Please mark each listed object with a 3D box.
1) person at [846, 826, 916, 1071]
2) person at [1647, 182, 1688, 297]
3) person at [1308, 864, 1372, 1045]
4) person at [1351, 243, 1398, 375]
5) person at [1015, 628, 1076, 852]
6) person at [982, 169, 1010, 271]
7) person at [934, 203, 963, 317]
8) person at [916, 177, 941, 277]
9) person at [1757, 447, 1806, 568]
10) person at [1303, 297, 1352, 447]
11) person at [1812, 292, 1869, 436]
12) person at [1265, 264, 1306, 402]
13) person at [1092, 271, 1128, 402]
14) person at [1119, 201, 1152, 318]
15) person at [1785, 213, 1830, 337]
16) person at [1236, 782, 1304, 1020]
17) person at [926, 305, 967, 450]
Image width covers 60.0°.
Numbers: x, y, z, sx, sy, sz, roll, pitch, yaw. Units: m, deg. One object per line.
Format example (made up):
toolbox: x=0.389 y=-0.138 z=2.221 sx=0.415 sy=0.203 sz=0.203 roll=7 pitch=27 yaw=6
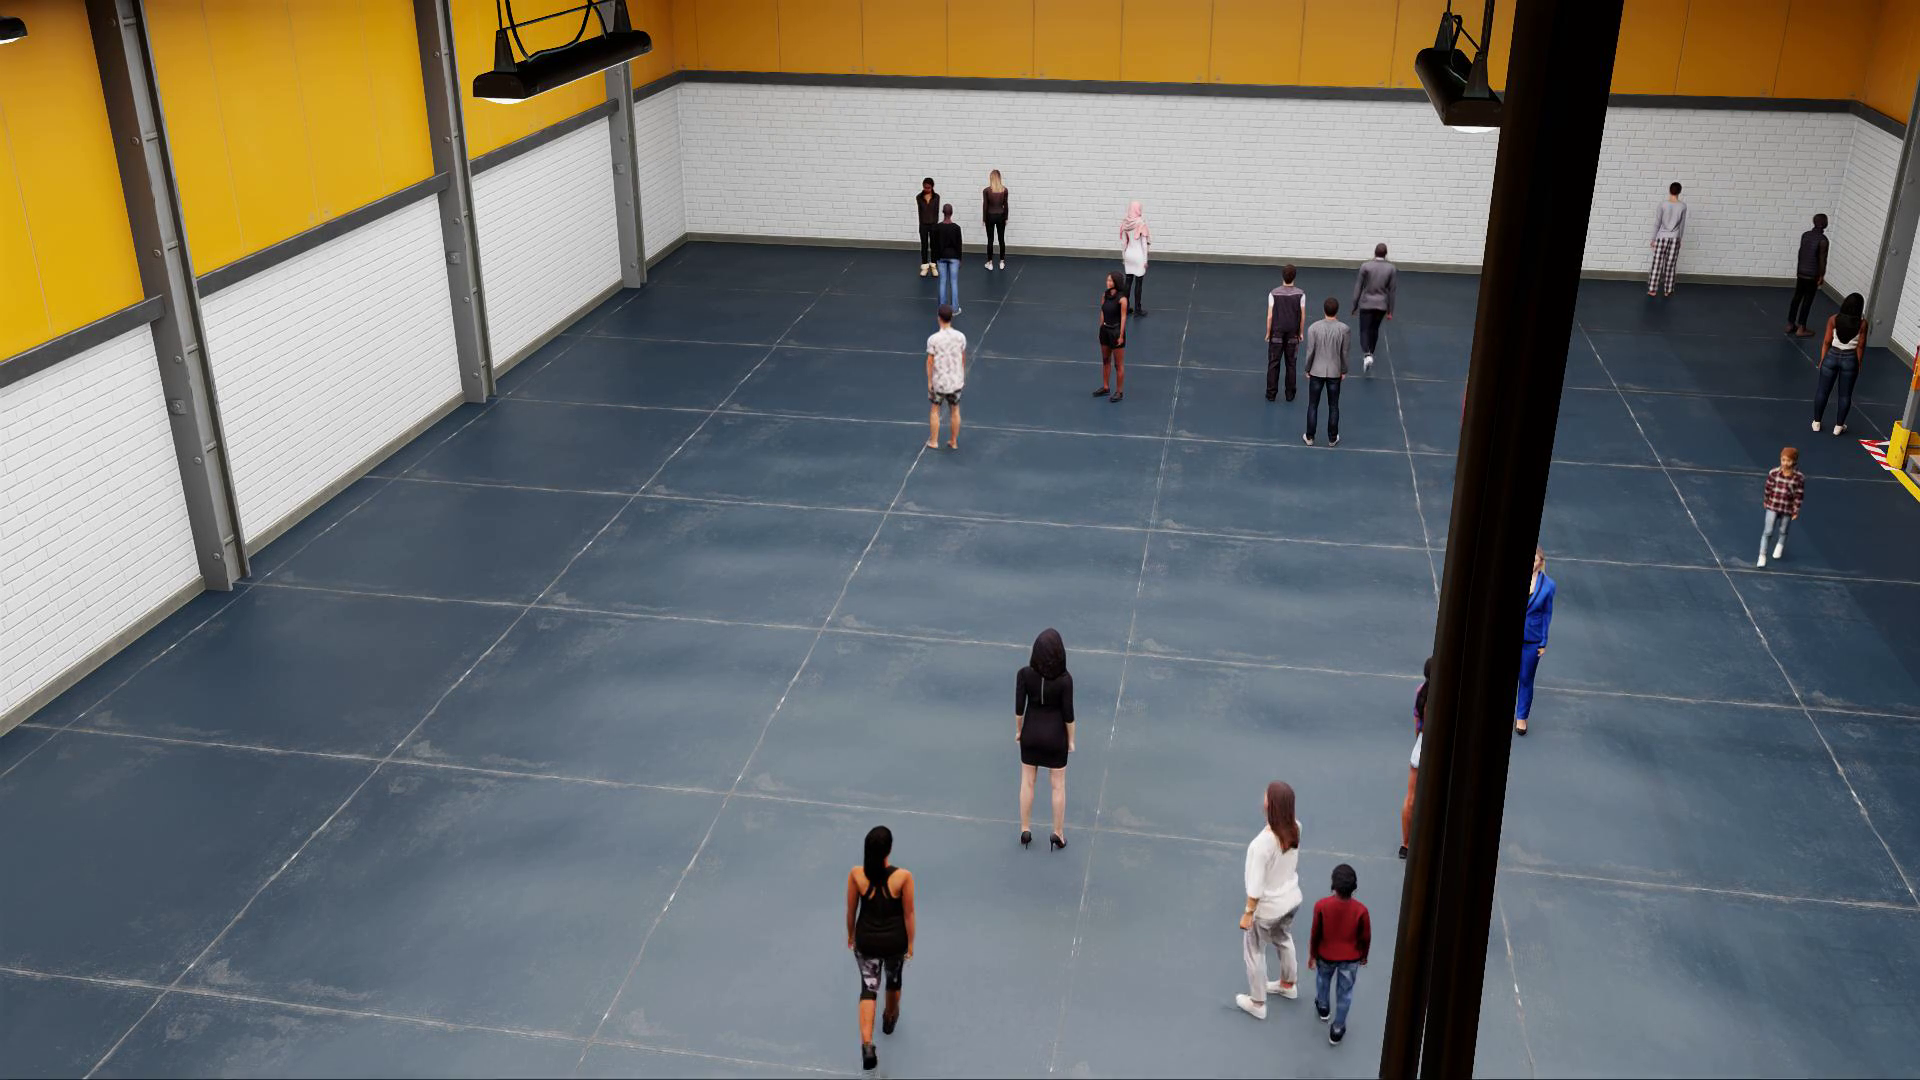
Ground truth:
person: x=-0.499 y=2.518 z=10.321 sx=0.633 sy=1.640 sz=1.007 roll=2 pitch=24 yaw=5
person: x=11.487 y=-4.883 z=26.994 sx=0.632 sy=1.847 sz=0.545 roll=5 pitch=24 yaw=12
person: x=2.390 y=2.649 z=10.524 sx=0.540 sy=1.238 sz=0.657 roll=6 pitch=24 yaw=14
person: x=5.780 y=-3.214 z=23.250 sx=0.803 sy=1.787 sz=1.111 roll=2 pitch=24 yaw=4
person: x=0.625 y=1.504 z=12.437 sx=0.624 sy=1.803 sz=0.524 roll=7 pitch=25 yaw=15
person: x=0.610 y=-5.523 z=28.635 sx=0.670 sy=1.704 sz=0.632 roll=-5 pitch=24 yaw=-12
person: x=-0.186 y=-4.377 z=25.959 sx=0.588 sy=1.749 sz=0.521 roll=4 pitch=24 yaw=8
person: x=-0.529 y=-5.349 z=28.293 sx=0.619 sy=1.660 sz=0.667 roll=0 pitch=24 yaw=1
person: x=8.608 y=-0.367 z=17.376 sx=0.737 sy=1.277 sz=0.962 roll=14 pitch=27 yaw=29
person: x=4.526 y=-2.079 z=20.545 sx=0.669 sy=1.874 sz=0.578 roll=4 pitch=24 yaw=9
person: x=11.112 y=-2.234 z=20.981 sx=0.733 sy=1.810 sz=0.748 roll=17 pitch=29 yaw=34
person: x=4.322 y=-2.755 z=22.123 sx=0.657 sy=1.848 sz=0.577 roll=2 pitch=24 yaw=5
person: x=2.039 y=-2.728 z=22.197 sx=0.707 sy=1.740 sz=0.663 roll=-18 pitch=29 yaw=-35
person: x=2.725 y=-4.388 z=25.917 sx=0.734 sy=1.804 sz=0.760 roll=19 pitch=30 yaw=37
person: x=12.751 y=-3.998 z=24.984 sx=0.831 sy=1.835 sz=0.665 roll=-5 pitch=24 yaw=-11
person: x=2.044 y=2.318 z=10.731 sx=0.790 sy=1.678 sz=0.679 roll=16 pitch=29 yaw=33
person: x=-0.125 y=-1.965 z=20.365 sx=0.803 sy=1.810 sz=0.825 roll=-8 pitch=25 yaw=-17
